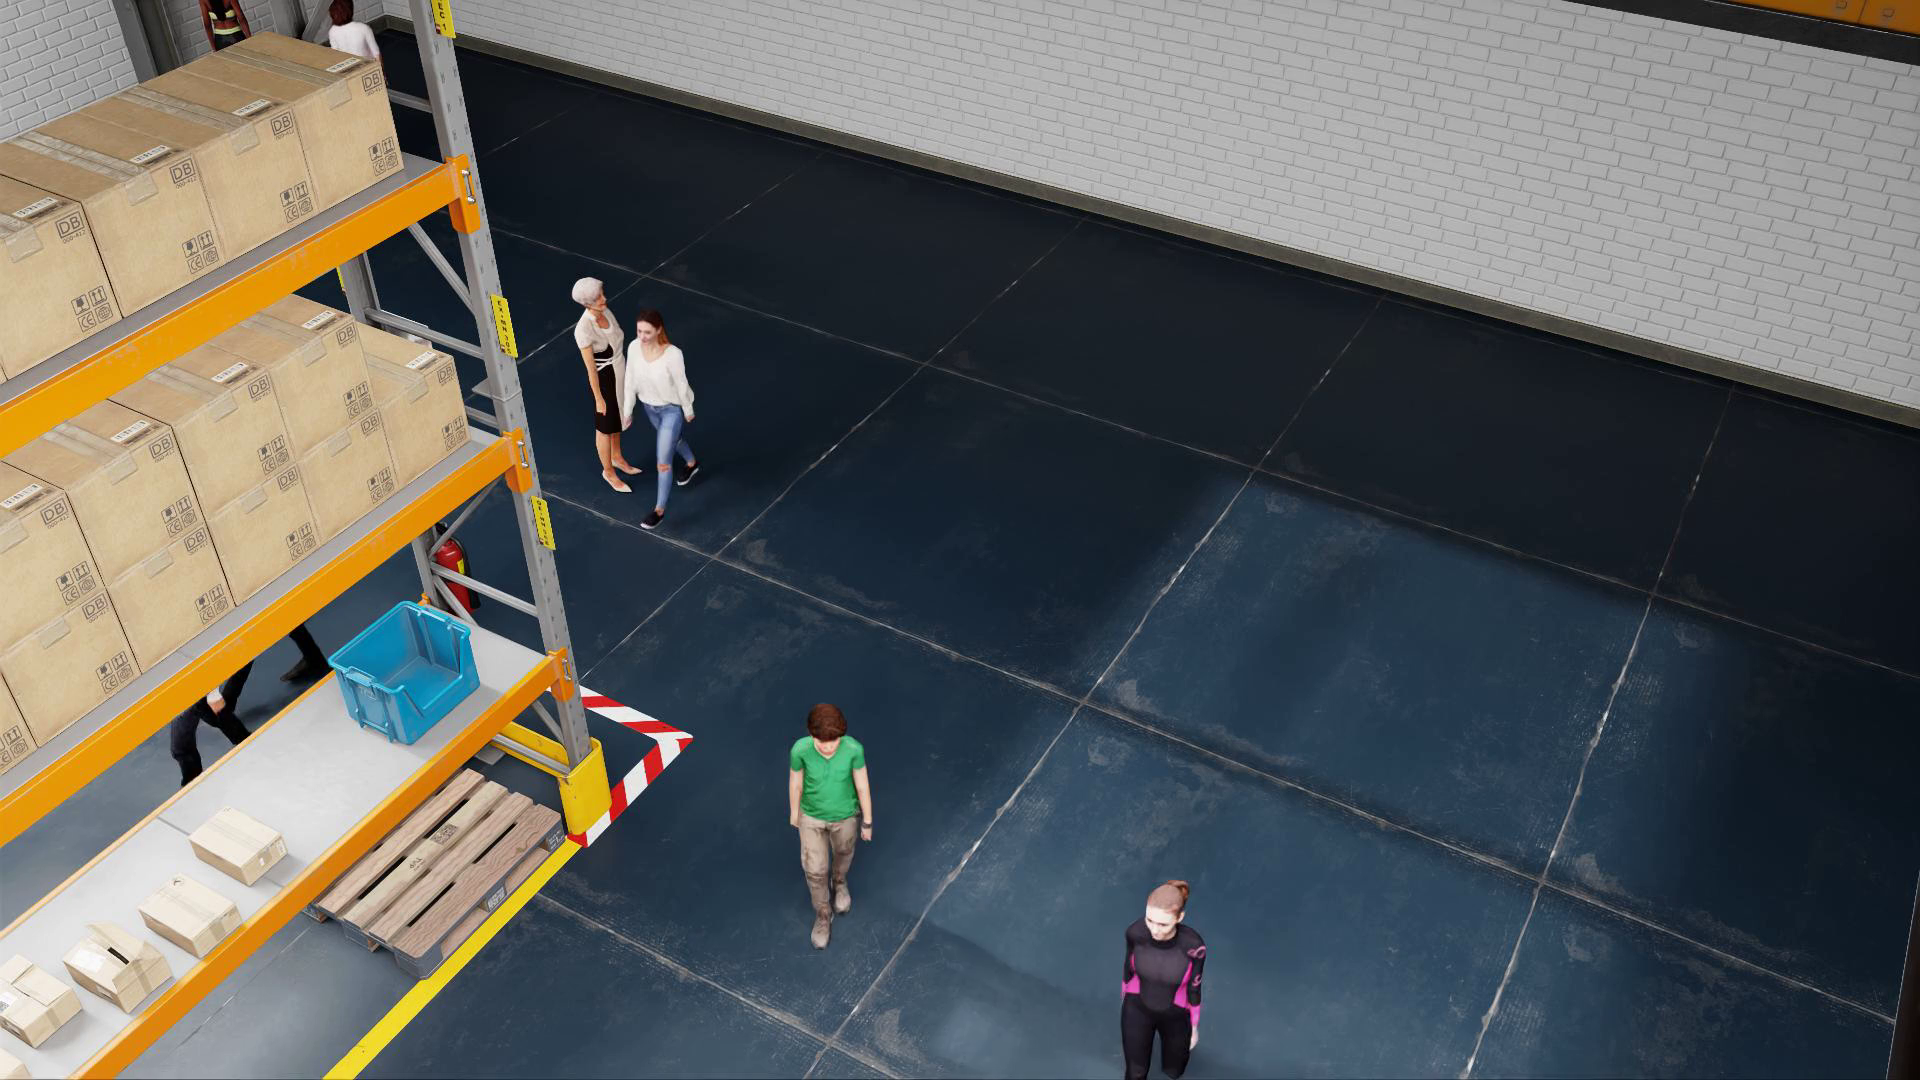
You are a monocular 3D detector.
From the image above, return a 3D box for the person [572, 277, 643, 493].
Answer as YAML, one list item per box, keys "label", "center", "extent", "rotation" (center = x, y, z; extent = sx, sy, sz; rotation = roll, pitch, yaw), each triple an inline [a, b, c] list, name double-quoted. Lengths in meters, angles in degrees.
- label: "person"
  center: [-2.619, -1.151, 12.264]
  extent: [0.746, 1.756, 0.587]
  rotation: [7, 39, 8]

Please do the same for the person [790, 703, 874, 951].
- label: "person"
  center: [-0.721, 1.426, 9.134]
  extent: [0.835, 1.635, 0.919]
  rotation: [-4, 39, -5]

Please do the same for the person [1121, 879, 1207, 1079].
- label: "person"
  center: [0.988, 2.233, 8.054]
  extent: [0.682, 1.722, 0.955]
  rotation: [12, 40, 15]

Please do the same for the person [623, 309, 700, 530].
- label: "person"
  center: [-2.129, -0.978, 12.143]
  extent: [0.690, 1.636, 1.133]
  rotation: [17, 42, 20]

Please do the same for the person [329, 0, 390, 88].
- label: "person"
  center: [-5.876, -4.430, 16.346]
  extent: [0.728, 1.785, 0.770]
  rotation: [-1, 39, -2]

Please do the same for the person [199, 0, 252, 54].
- label: "person"
  center: [-7.533, -5.096, 17.206]
  extent: [0.639, 1.753, 0.691]
  rotation: [-8, 39, -10]
